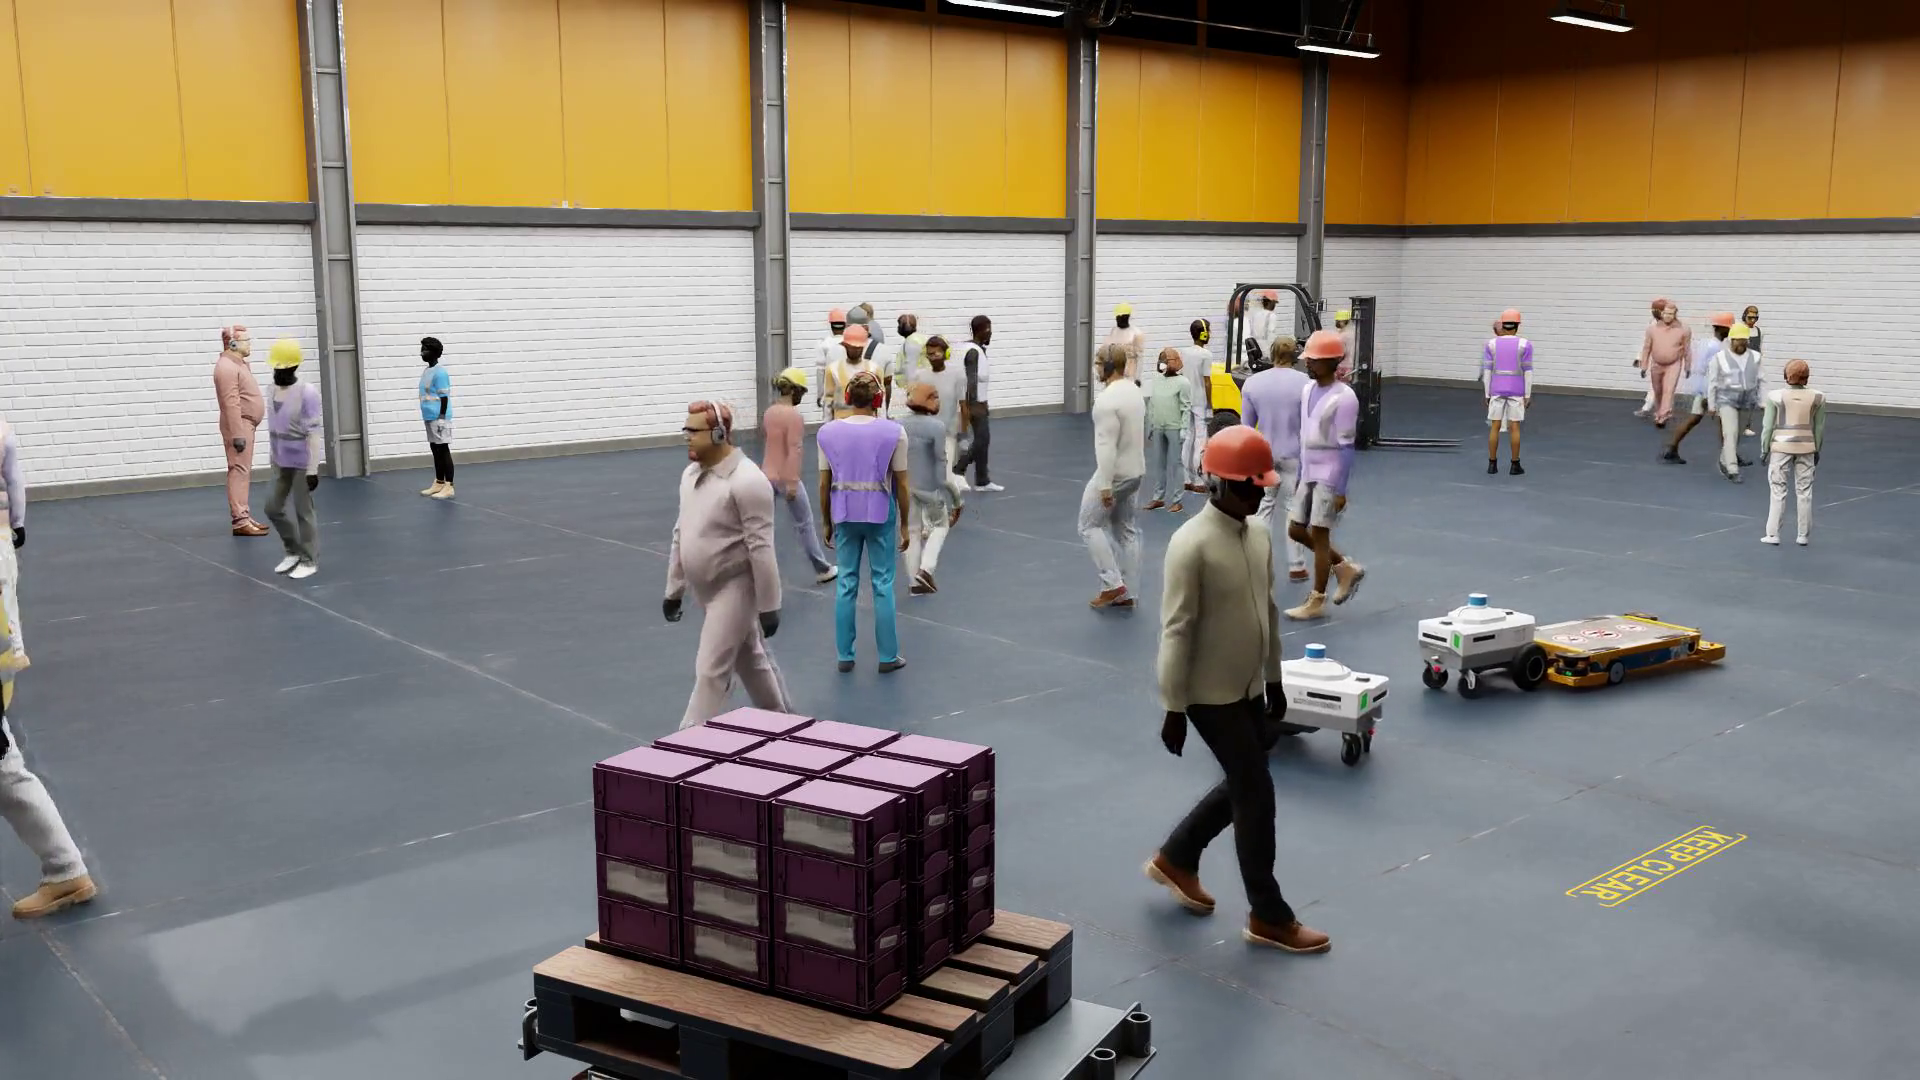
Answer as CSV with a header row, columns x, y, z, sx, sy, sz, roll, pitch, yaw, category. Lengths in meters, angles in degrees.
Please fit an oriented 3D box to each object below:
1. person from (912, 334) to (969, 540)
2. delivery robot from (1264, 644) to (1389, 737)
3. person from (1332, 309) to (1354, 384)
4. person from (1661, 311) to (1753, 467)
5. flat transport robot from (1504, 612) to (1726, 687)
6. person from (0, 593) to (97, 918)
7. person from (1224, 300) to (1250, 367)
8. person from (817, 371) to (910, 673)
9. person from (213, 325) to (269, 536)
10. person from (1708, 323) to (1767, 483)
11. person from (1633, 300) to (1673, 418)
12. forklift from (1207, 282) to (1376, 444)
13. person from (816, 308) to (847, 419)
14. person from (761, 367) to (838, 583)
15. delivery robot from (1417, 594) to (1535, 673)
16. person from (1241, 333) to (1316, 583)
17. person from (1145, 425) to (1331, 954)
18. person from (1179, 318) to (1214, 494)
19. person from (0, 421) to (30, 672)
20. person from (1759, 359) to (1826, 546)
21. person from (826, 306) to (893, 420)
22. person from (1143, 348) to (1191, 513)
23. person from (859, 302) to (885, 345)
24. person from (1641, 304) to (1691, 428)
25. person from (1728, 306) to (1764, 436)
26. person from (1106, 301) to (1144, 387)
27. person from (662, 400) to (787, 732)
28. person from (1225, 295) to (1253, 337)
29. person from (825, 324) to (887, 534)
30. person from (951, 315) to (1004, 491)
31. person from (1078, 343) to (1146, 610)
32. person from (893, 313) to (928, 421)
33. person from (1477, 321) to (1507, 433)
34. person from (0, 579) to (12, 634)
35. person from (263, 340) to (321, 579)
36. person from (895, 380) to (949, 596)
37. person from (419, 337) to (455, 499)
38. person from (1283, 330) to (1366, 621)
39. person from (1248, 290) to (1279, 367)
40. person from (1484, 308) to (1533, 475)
x,y,z,sx,sy,sz,roll,pitch,yaw,category
-0.171,-0.939,15.018,0.566,1.850,0.568,4,10,22,person
1.807,0.774,8.476,0.707,0.478,0.477,7,12,35,delivery robot
5.771,-2.594,24.952,0.528,1.751,0.545,-3,10,-15,person
9.053,-1.822,20.097,1.022,1.895,0.551,2,10,12,person
3.991,0.660,10.252,1.431,0.197,0.652,-6,11,-31,flat transport robot
-3.754,0.604,6.128,0.987,1.791,0.645,-7,12,-35,person
4.369,-2.815,26.007,0.352,1.854,0.667,8,12,38,person
-0.581,-0.099,10.089,0.565,1.846,0.390,2,10,9,person
-6.534,-0.995,15.146,0.408,1.913,0.638,-3,10,-19,person
8.798,-1.570,18.882,0.591,1.799,0.908,0,10,1,person
10.877,-2.833,26.069,0.891,1.843,0.614,-2,10,-12,person
4.328,-2.346,22.227,2.313,2.155,1.214,3,10,16,forklift
-1.412,-1.745,19.465,0.551,1.933,0.378,-2,10,-13,person
-1.309,-0.459,12.648,0.975,1.689,0.554,-9,13,-41,person
3.021,0.558,9.740,0.707,0.478,0.477,-6,11,-31,delivery robot
2.495,-0.630,12.927,0.635,1.937,0.354,4,10,22,person
1.011,0.534,6.134,0.782,1.935,0.664,7,12,36,person
2.540,-1.430,17.820,0.335,1.870,0.519,-6,11,-31,person
-5.972,-0.087,10.025,0.622,1.847,0.429,-5,11,-27,person
7.277,-0.761,14.563,0.514,1.642,0.314,2,10,10,person
-1.033,-1.317,16.648,0.683,2.000,0.538,-3,10,-19,person
2.062,-1.089,16.503,0.282,1.633,0.498,-9,13,-42,person
-1.189,-2.237,22.413,0.417,1.921,0.648,1,10,8,person
10.520,-2.602,24.791,0.664,1.846,1.089,7,12,36,person
11.057,-2.375,23.433,0.504,1.840,0.345,-1,10,-4,person
2.220,-2.288,22.673,0.382,1.925,0.595,-9,13,-41,person
-1.191,0.253,8.014,1.002,1.848,0.667,-7,12,-34,person
4.772,-3.229,28.279,0.469,1.890,0.655,-7,12,-35,person
-0.953,-1.014,15.255,0.566,1.907,0.651,-1,10,-5,person
0.194,-1.453,17.830,0.515,1.907,0.656,1,10,8,person
1.093,-0.437,11.849,0.437,1.922,0.629,6,12,33,person
-0.617,-1.883,20.588,0.439,1.827,0.649,0,10,0,person
7.759,-2.364,24.085,0.514,1.597,0.828,-2,10,-14,person
-4.486,0.330,7.234,0.620,1.968,0.688,0,10,0,person
-5.218,-0.614,12.986,0.620,1.889,0.469,5,11,25,person
-0.272,-0.384,12.430,0.495,1.614,0.357,6,11,31,person
-5.498,-1.279,17.435,0.316,1.696,0.540,-7,12,-35,person
2.558,-0.443,11.566,0.576,2.031,0.636,-3,10,-17,person
4.958,-3.108,27.375,1.092,1.985,0.628,-6,12,-33,person
6.363,-1.722,19.323,0.544,1.938,0.355,5,11,27,person
